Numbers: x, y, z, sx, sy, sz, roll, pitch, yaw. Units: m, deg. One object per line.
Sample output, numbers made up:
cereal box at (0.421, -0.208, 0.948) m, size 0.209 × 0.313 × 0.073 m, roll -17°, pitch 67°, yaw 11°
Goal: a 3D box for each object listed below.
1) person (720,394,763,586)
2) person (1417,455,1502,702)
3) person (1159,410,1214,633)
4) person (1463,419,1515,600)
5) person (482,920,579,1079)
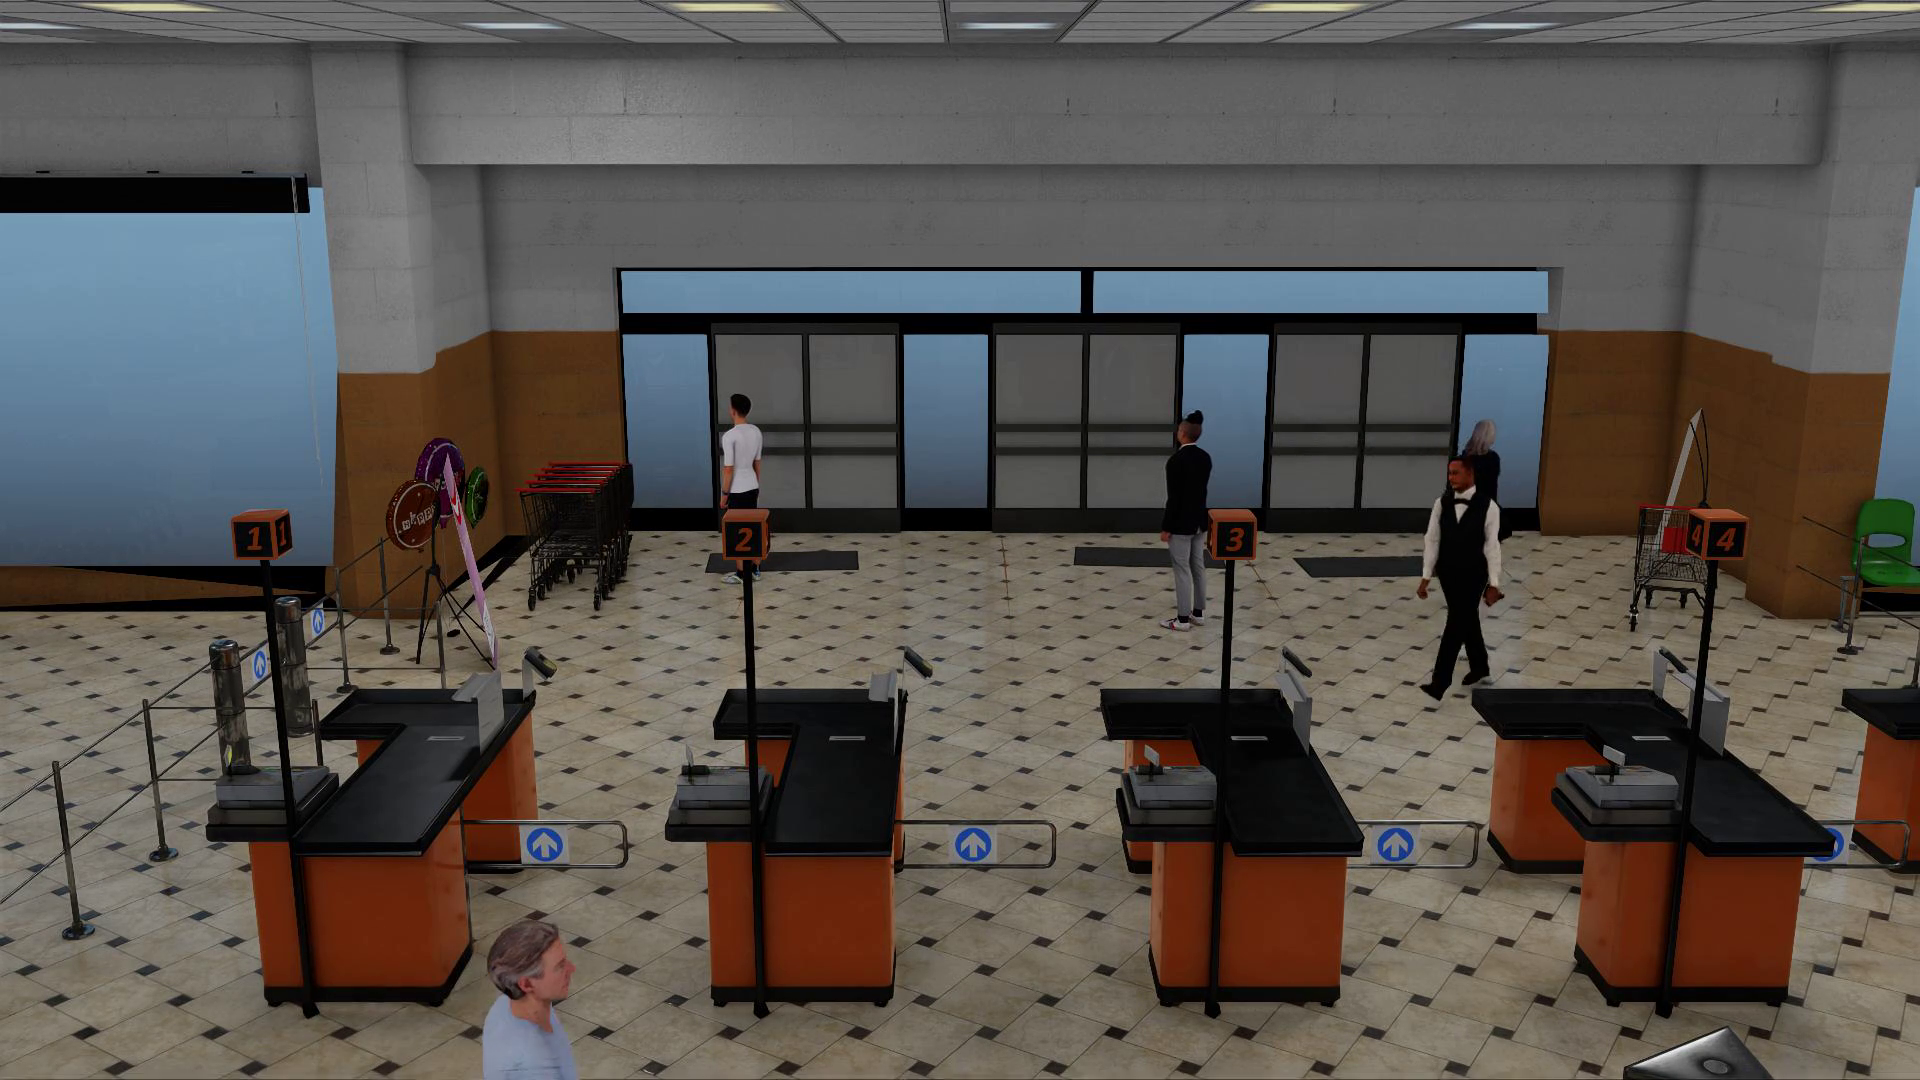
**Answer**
person at (-2.105, -0.493, 16.049) m, size 0.820 × 1.851 × 0.709 m, roll 9°, pitch 16°, yaw 34°
person at (3.911, 0.295, 12.802) m, size 1.299 × 1.850 × 1.349 m, roll 13°, pitch 19°, yaw 43°
person at (1.997, -0.180, 14.550) m, size 0.789 × 1.948 × 0.843 m, roll -13°, pitch 18°, yaw -42°
person at (4.691, -0.233, 15.229) m, size 0.885 × 1.732 × 0.848 m, roll -10°, pitch 17°, yaw -37°
person at (-1.419, 2.096, 5.317) m, size 0.903 × 1.878 × 0.985 m, roll -4°, pitch 14°, yaw -17°
